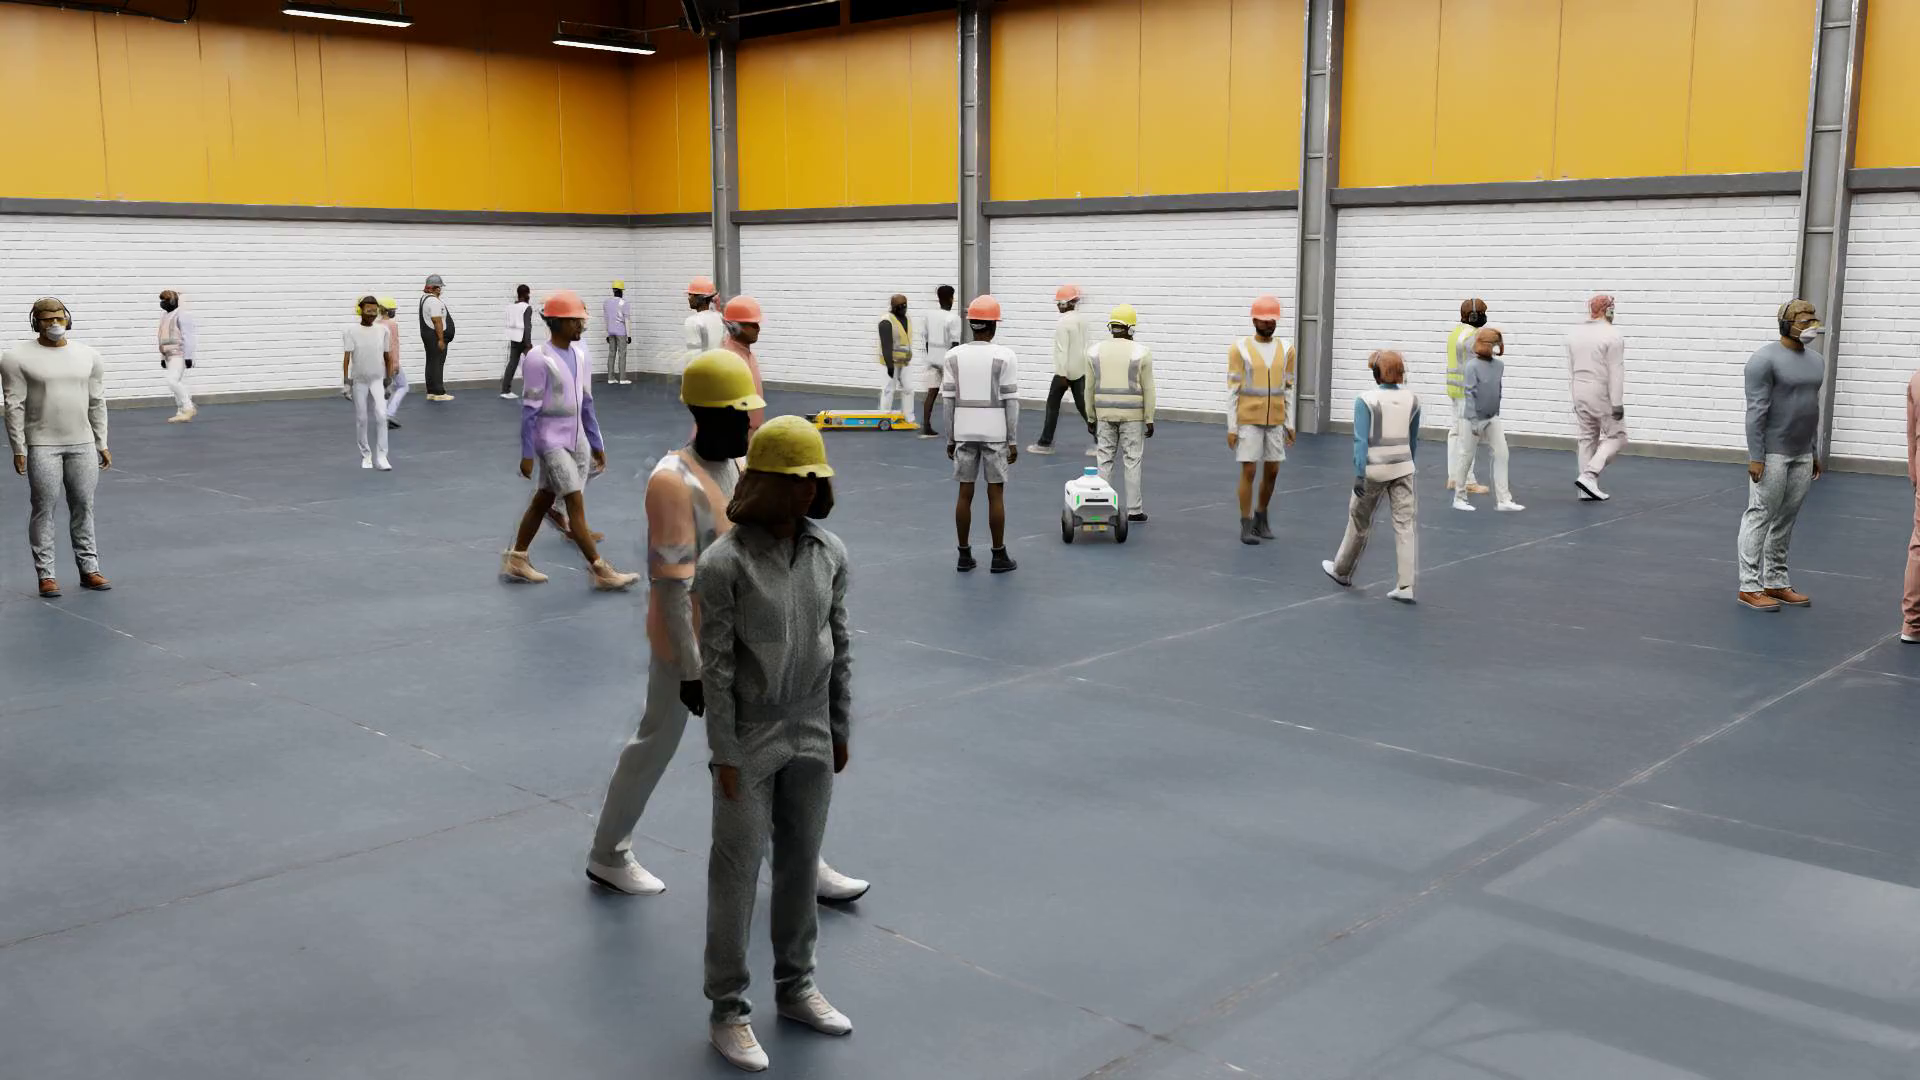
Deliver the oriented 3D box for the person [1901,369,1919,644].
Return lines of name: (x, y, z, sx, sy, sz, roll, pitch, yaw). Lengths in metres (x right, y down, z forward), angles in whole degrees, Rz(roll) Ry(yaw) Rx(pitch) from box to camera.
person: (5.519, -0.322, 9.188, 0.408, 1.913, 0.641, -1, 9, -9)

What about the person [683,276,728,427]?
person: (-2.561, -1.603, 16.619, 0.365, 2.048, 0.607, 4, 10, 25)

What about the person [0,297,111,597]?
person: (-5.868, -0.608, 10.855, 0.372, 1.940, 0.631, 8, 12, 41)

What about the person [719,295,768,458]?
person: (-1.580, -0.681, 11.274, 0.976, 1.958, 0.631, 2, 10, 14)

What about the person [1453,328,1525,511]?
person: (4.607, -1.023, 14.424, 0.514, 1.606, 0.748, -6, 11, -31)

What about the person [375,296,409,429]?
person: (-7.529, -2.325, 21.929, 0.542, 1.751, 0.393, 7, 11, 36)

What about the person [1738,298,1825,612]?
person: (5.142, -0.531, 10.380, 0.627, 1.940, 0.372, -5, 10, -28)

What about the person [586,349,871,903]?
person: (-0.841, 0.303, 5.498, 1.021, 1.865, 0.598, 4, 10, 21)

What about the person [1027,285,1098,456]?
person: (1.280, -1.921, 18.898, 1.030, 1.948, 0.639, 6, 11, 34)

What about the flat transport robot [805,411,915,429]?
flat transport robot: (-1.315, -1.596, 22.008, 1.431, 0.197, 0.652, 0, 9, -2)

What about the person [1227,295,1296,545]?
person: (2.328, -0.930, 12.942, 0.559, 1.927, 0.613, -2, 9, -12)

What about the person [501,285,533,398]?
person: (-7.193, -3.270, 27.425, 0.604, 1.859, 1.041, 8, 12, 39)

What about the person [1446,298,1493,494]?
person: (4.843, -1.366, 15.798, 0.429, 1.844, 0.627, 0, 9, -2)

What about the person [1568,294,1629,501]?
person: (5.793, -1.281, 15.095, 0.413, 1.894, 0.677, -3, 10, -19)

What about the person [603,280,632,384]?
person: (-6.303, -3.826, 30.664, 0.582, 1.919, 0.394, 5, 11, 28)

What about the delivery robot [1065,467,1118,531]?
delivery robot: (1.030, -0.329, 13.087, 0.477, 0.478, 0.707, -1, 9, -3)

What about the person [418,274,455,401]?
person: (-8.437, -3.275, 26.892, 0.536, 2.000, 0.688, -6, 11, -35)

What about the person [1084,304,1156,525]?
person: (1.338, -1.038, 13.814, 0.603, 1.830, 0.404, 4, 10, 23)

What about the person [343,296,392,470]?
person: (-6.213, -1.634, 17.459, 0.540, 1.832, 0.834, -5, 10, -27)

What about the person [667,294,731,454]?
person: (-2.773, -1.770, 18.217, 0.951, 1.859, 0.677, -2, 10, -13)

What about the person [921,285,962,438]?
person: (-0.150, -2.254, 21.010, 0.633, 1.919, 0.910, 8, 12, 39)

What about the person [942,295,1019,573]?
person: (0.156, -0.735, 11.633, 0.548, 1.937, 0.379, 3, 10, 20)

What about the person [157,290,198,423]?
person: (-10.814, -2.522, 22.913, 0.659, 1.829, 0.450, 8, 12, 40)

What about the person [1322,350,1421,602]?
person: (2.713, -0.429, 10.781, 0.546, 1.589, 0.854, -3, 10, -19)

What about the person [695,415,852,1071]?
person: (-0.476, 0.533, 4.483, 0.488, 1.742, 0.319, -8, 12, -42)

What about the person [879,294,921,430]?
person: (-0.799, -2.299, 21.663, 0.711, 1.797, 0.653, 7, 12, 36)

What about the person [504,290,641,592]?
person: (-2.630, -0.651, 11.001, 1.065, 1.983, 0.630, 2, 10, 14)

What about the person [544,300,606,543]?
person: (-2.987, -0.921, 12.826, 0.477, 1.916, 0.644, 1, 9, 4)
